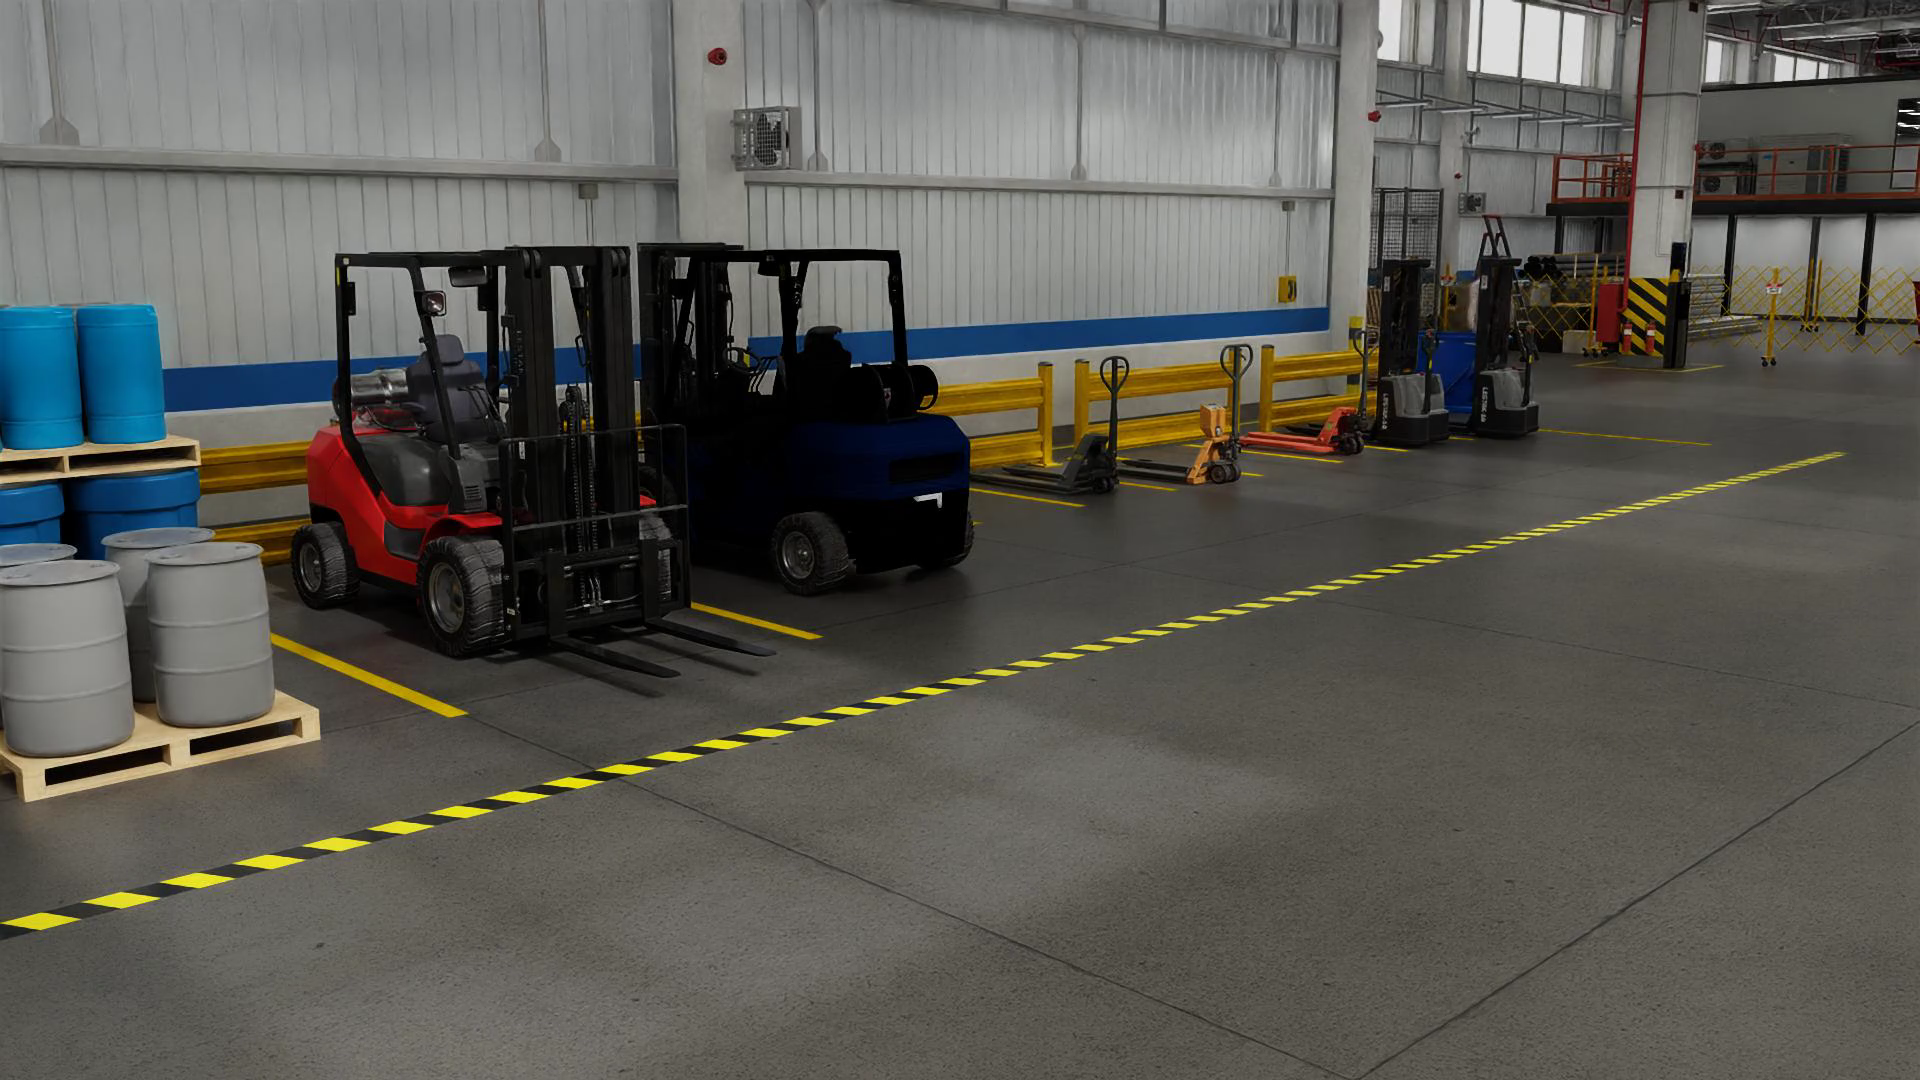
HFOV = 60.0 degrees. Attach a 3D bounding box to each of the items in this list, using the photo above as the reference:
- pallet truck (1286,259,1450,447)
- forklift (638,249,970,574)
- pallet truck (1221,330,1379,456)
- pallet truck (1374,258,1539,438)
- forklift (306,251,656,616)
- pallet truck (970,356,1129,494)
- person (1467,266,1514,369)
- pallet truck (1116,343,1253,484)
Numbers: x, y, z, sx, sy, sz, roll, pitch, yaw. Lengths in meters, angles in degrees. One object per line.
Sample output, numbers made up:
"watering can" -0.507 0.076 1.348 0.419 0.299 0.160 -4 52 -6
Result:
"pallet truck" 4.493 -2.078 18.196 0.823 1.965 1.885 -9 14 -40
"forklift" -1.173 -0.958 11.239 2.680 1.987 1.157 10 14 43
"pallet truck" 3.563 -1.581 17.381 0.653 1.274 1.630 -10 14 -44
"pallet truck" 5.704 -2.208 18.901 1.885 1.965 0.823 10 14 43
"forklift" -2.833 -0.669 9.694 1.157 1.987 2.680 -10 14 -44
"pallet truck" 0.784 -1.085 14.876 0.680 1.201 1.601 -10 14 -44
"person" 7.658 -3.093 23.999 0.670 1.892 0.453 -1 10 -6
"pallet truck" 1.962 -1.215 15.415 1.522 1.261 0.704 10 14 43
